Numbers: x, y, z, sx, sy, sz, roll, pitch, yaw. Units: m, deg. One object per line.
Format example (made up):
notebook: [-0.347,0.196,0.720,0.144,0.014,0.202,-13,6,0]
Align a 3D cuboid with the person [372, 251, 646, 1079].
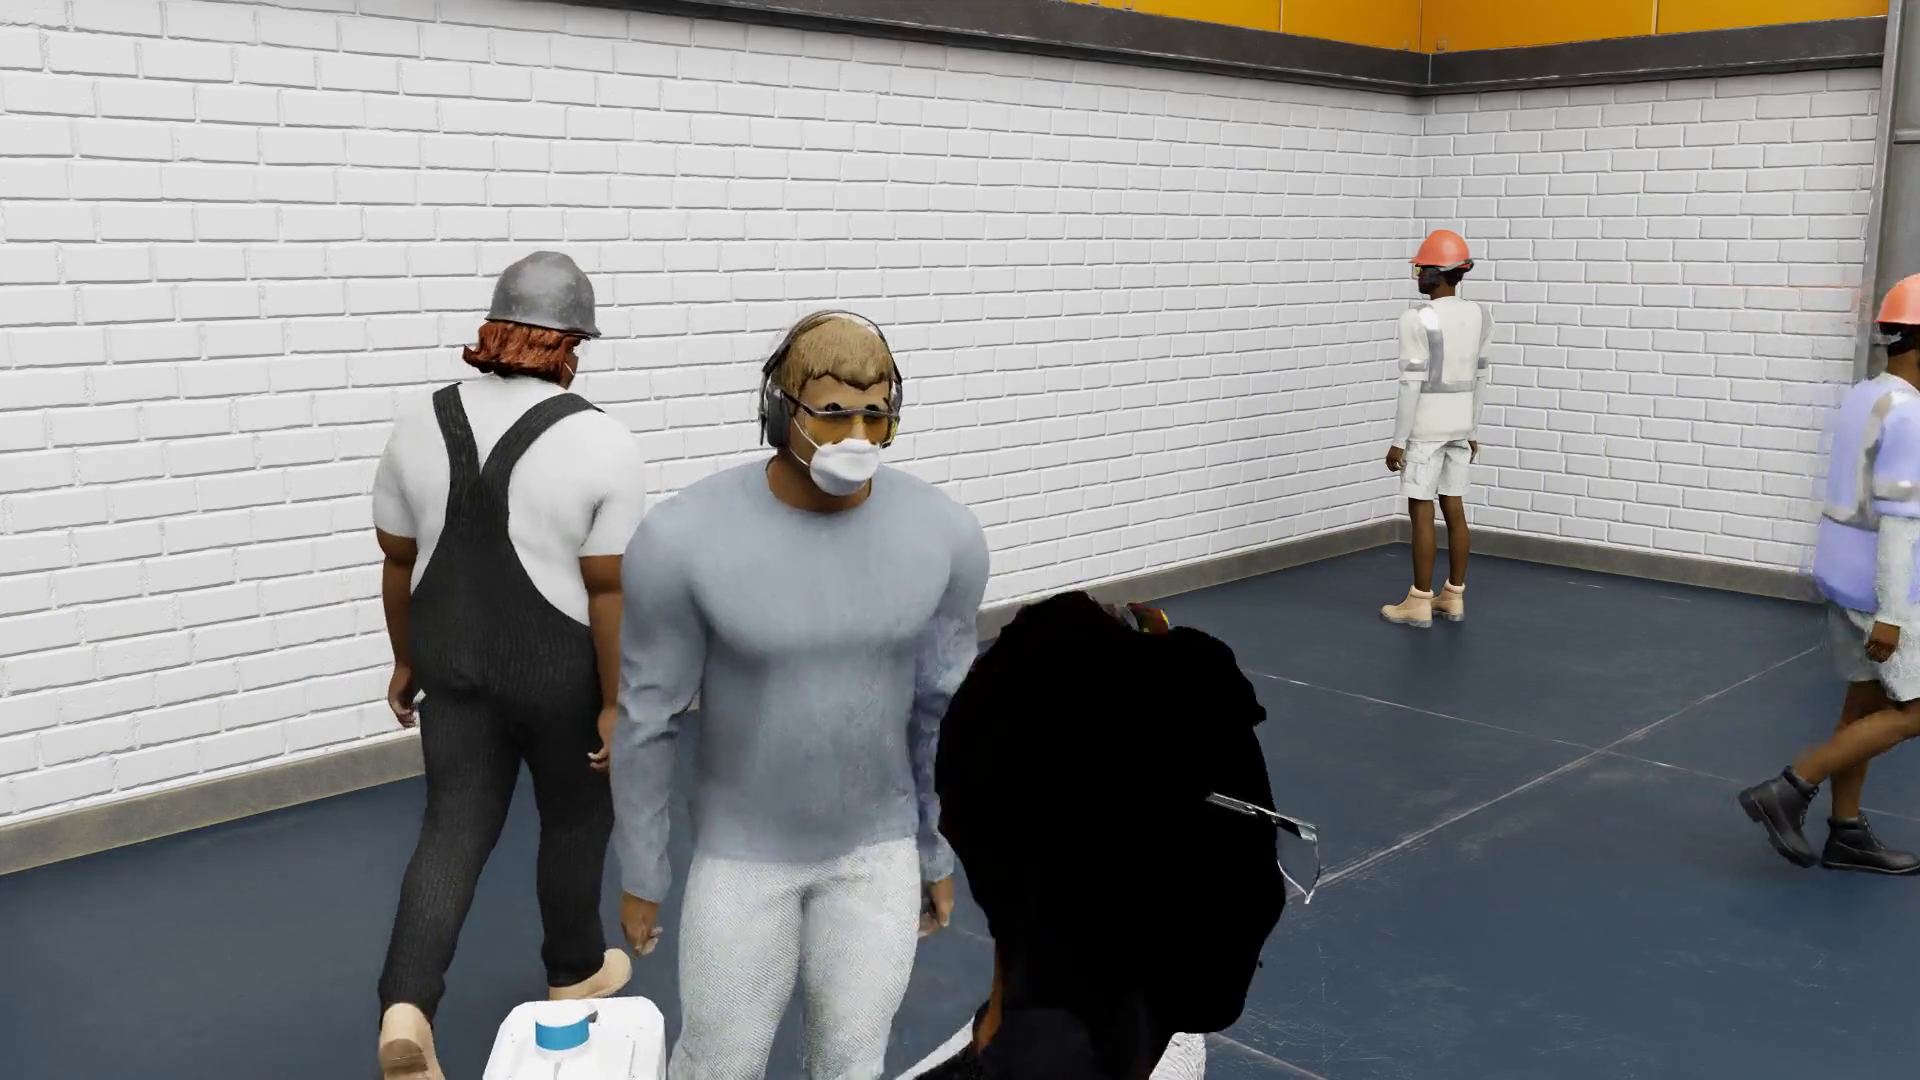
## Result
person: [-1.094,0.288,3.976,0.716,2.000,0.937,3,11,16]

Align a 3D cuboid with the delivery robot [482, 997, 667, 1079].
delivery robot: [-0.754,1.129,3.187,0.477,0.478,0.707,-1,10,-6]

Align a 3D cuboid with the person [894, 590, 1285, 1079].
person: [0.078,0.933,1.100,0.984,1.807,0.512,7,13,35]

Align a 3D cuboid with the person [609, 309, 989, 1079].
person: [-0.302,0.536,2.987,0.649,1.911,0.698,-4,11,-21]

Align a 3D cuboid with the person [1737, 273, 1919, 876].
person: [2.819,0.134,5.164,0.526,1.919,0.542,2,11,10]

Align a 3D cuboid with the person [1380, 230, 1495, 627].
person: [2.462,-0.570,8.635,0.613,2.047,0.362,-6,12,-31]
